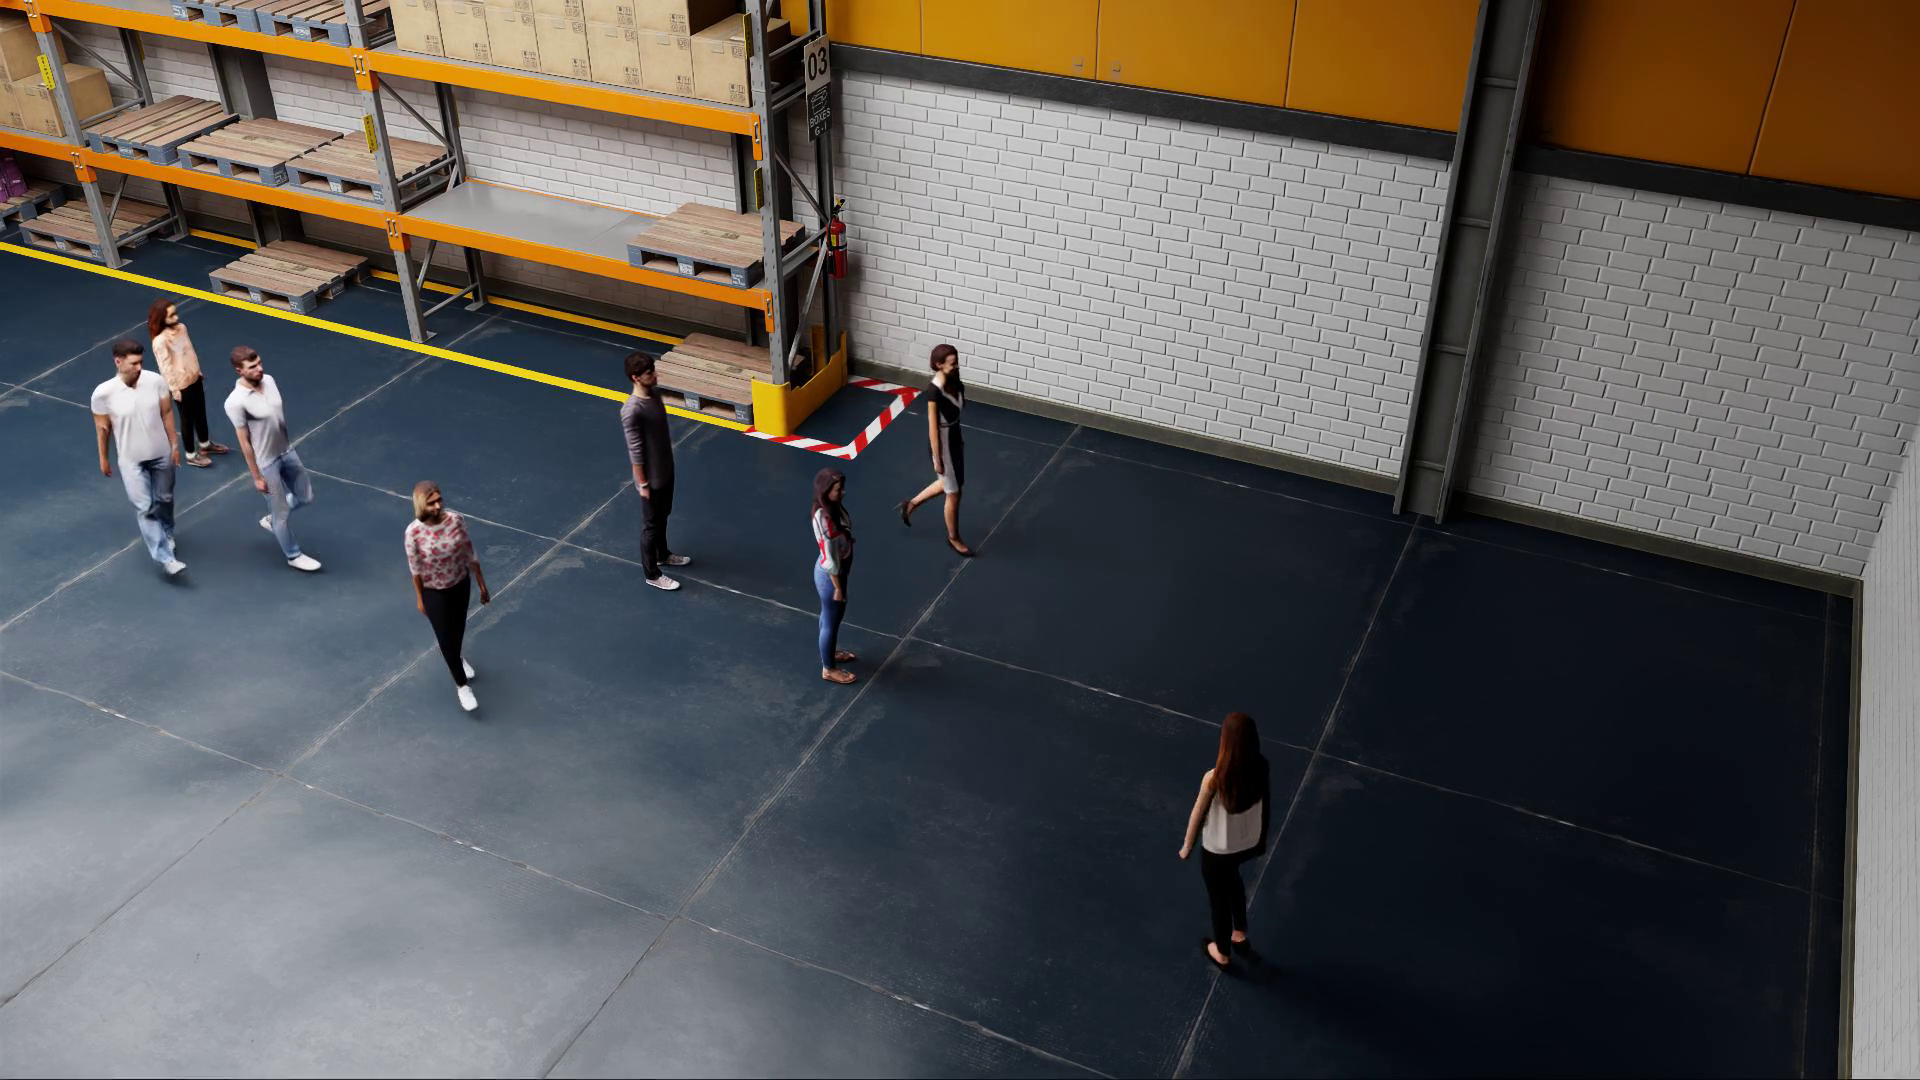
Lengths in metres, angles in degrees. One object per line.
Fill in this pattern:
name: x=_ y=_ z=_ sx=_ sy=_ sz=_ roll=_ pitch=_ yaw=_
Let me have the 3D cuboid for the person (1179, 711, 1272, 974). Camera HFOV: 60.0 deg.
person: x=1.504 y=1.681 z=8.930 sx=0.698 sy=1.711 sz=0.735 roll=-18 pitch=38 yaw=-25

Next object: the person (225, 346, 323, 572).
person: x=-5.136 y=-0.594 z=12.238 sx=0.810 sy=1.837 sz=0.689 roll=11 pitch=35 yaw=16

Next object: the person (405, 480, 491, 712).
person: x=-3.479 y=0.276 z=11.138 sx=0.801 sy=1.607 sz=0.976 roll=-27 pitch=42 yaw=-34

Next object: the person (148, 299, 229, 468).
person: x=-6.357 y=-1.301 z=13.626 sx=0.587 sy=1.477 sz=0.619 roll=4 pitch=34 yaw=7

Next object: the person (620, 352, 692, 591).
person: x=-2.249 y=-0.527 z=12.123 sx=0.653 sy=1.854 sz=0.730 roll=5 pitch=34 yaw=7

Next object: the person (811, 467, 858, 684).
person: x=-0.866 y=0.223 z=11.212 sx=0.651 sy=1.612 sz=0.659 roll=-1 pitch=34 yaw=-1

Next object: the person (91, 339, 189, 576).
person: x=-6.080 y=-0.666 z=12.372 sx=1.032 sy=1.809 sz=1.205 roll=-21 pitch=39 yaw=-29

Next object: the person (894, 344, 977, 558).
person: x=-0.166 y=-0.671 z=12.402 sx=0.918 sy=1.784 sz=0.658 roll=10 pitch=35 yaw=15
